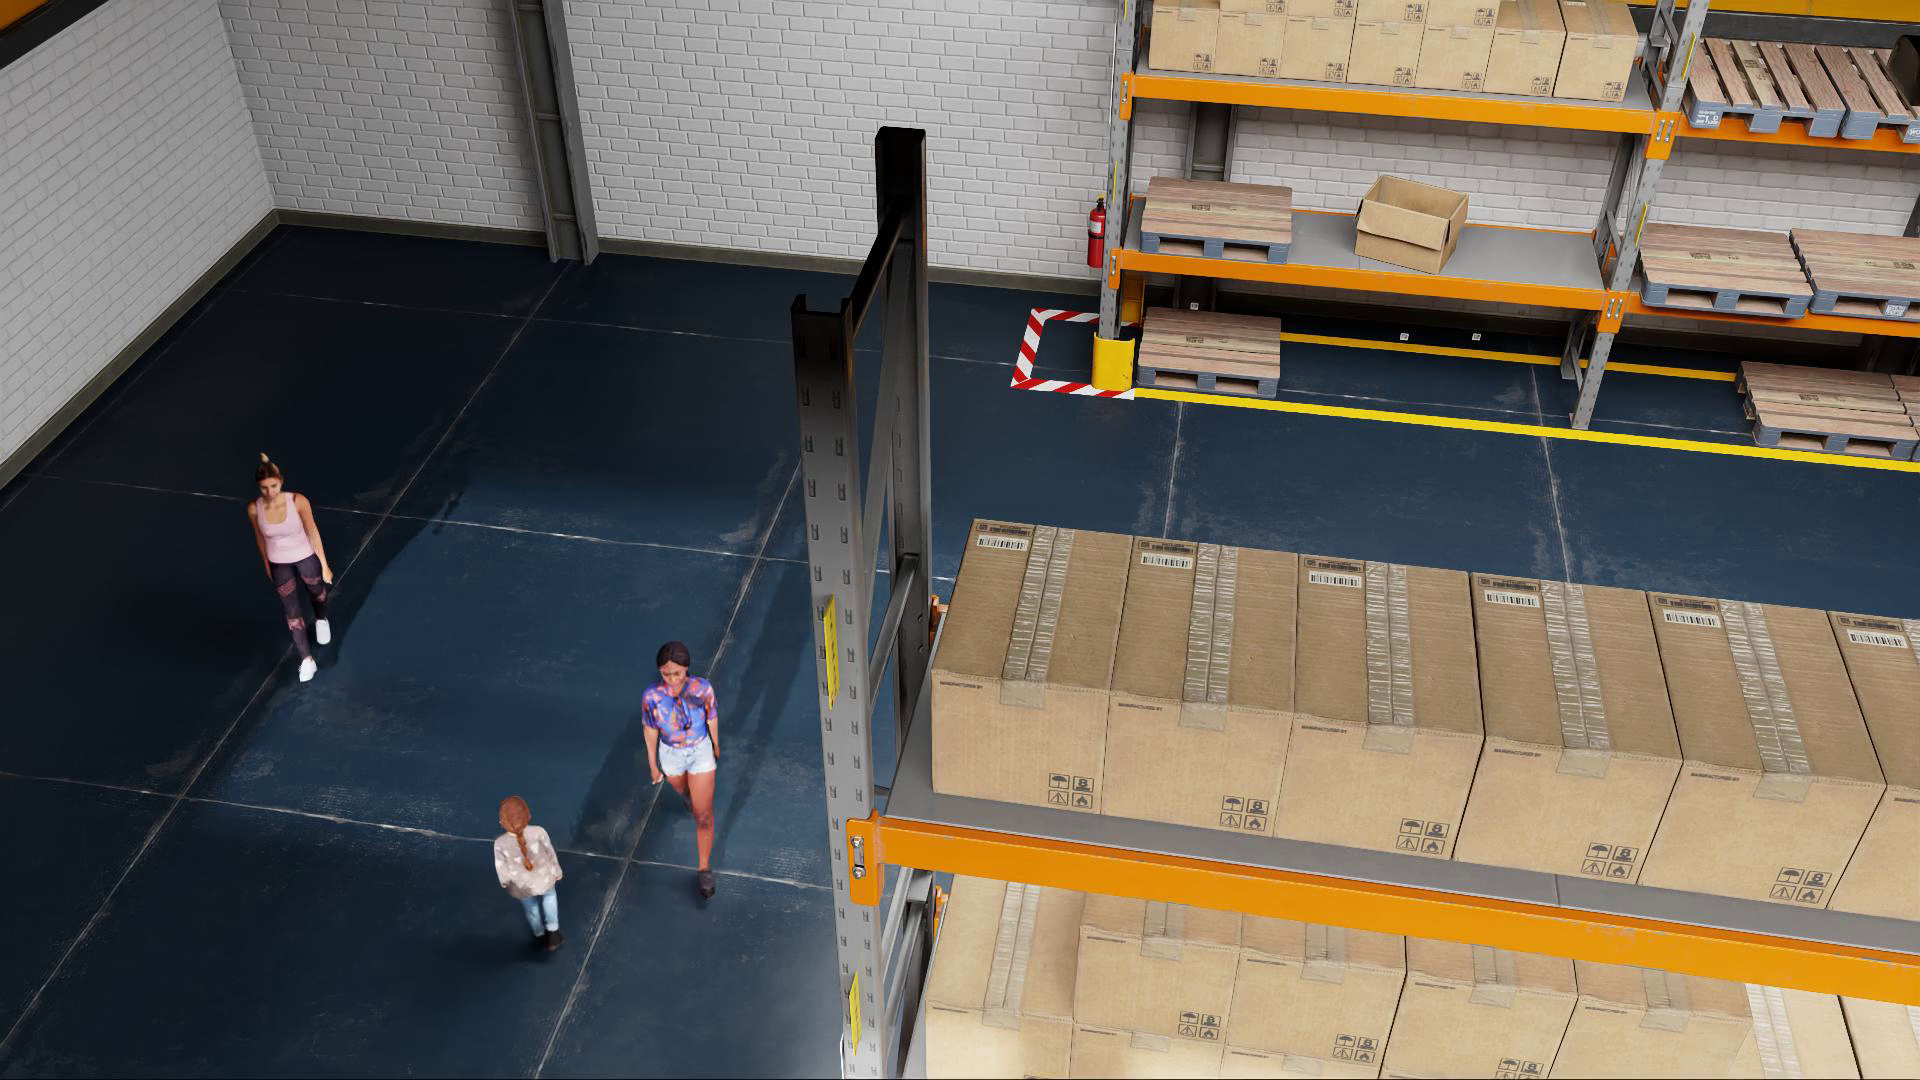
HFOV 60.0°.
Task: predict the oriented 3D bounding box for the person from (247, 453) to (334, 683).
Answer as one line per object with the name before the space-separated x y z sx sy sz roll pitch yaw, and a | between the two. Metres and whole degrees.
person | -4.533 0.088 11.324 0.999 1.614 0.925 -10 40 -13

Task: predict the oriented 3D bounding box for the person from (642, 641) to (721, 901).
person | -1.623 1.225 9.827 1.170 1.706 0.936 -5 39 -7

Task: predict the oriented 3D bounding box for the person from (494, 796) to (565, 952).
person | -2.410 1.927 9.361 0.583 1.189 0.657 -11 40 -14
